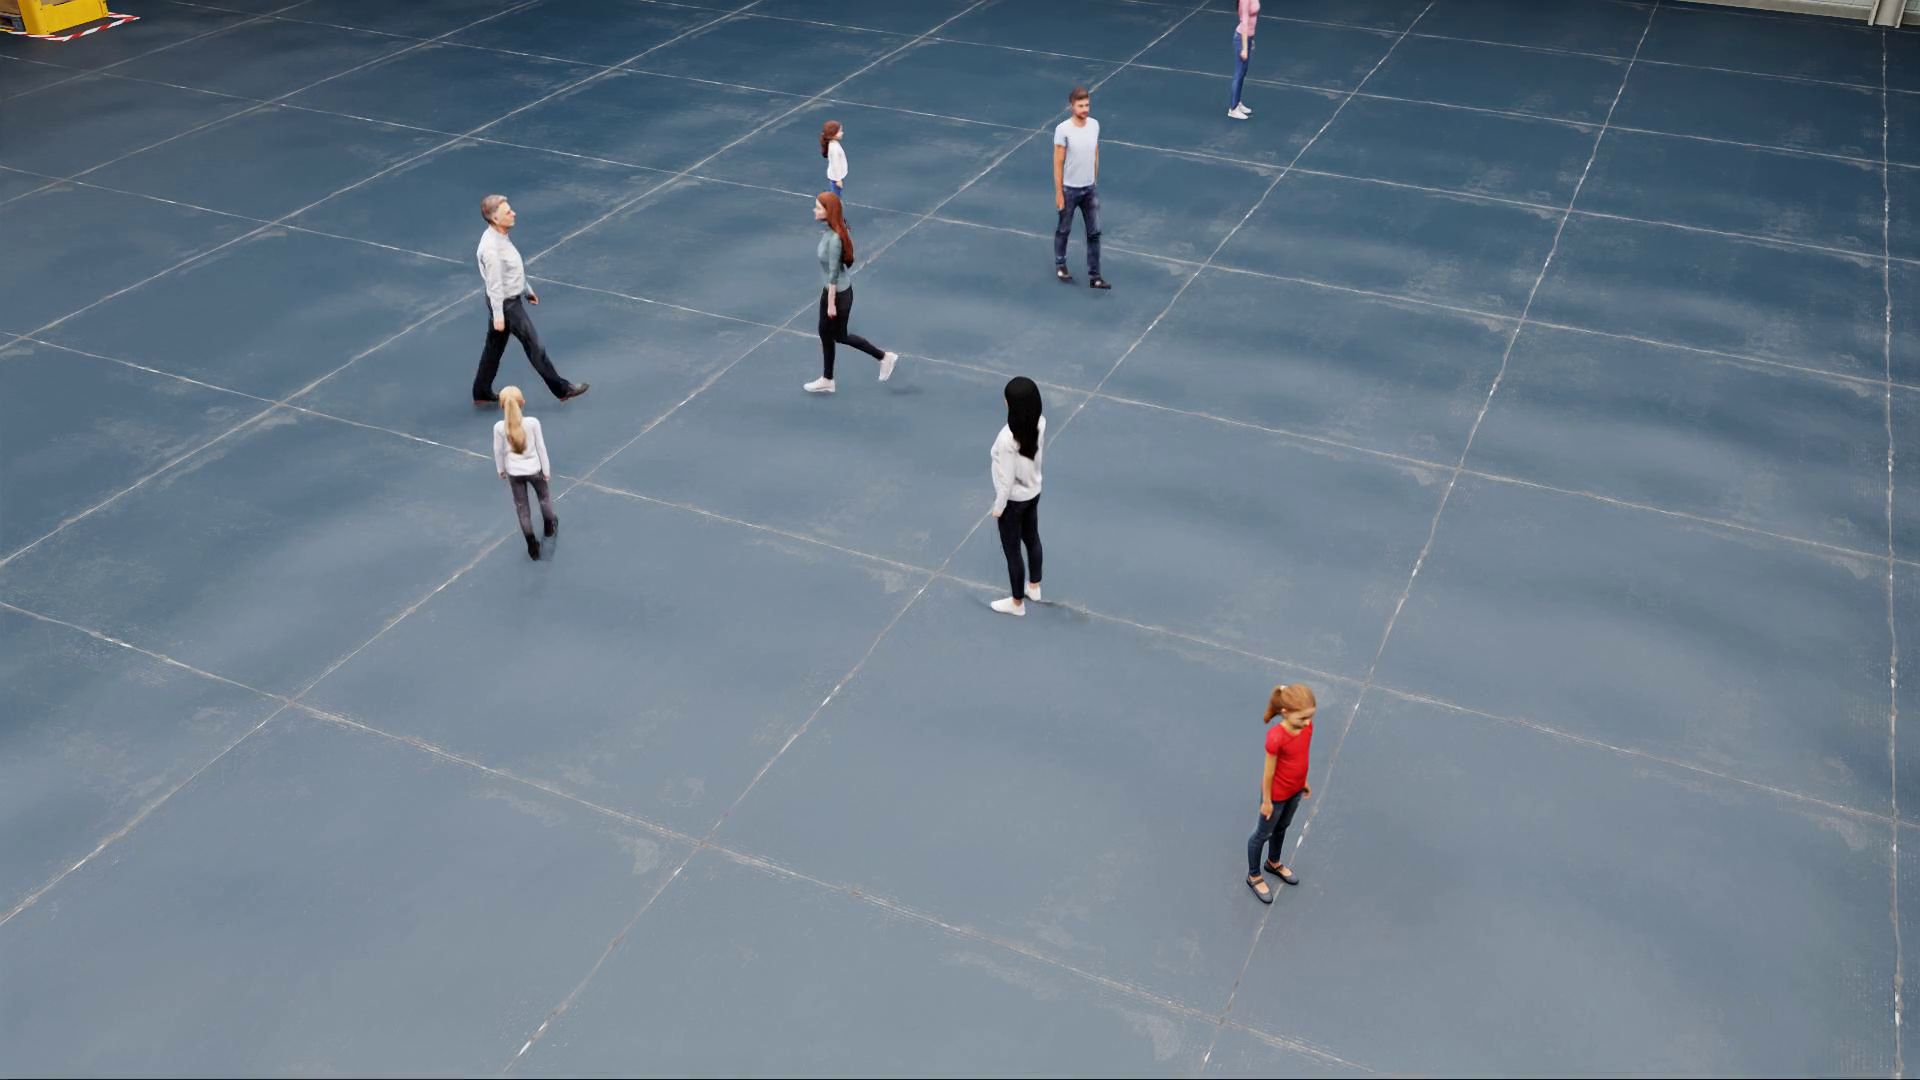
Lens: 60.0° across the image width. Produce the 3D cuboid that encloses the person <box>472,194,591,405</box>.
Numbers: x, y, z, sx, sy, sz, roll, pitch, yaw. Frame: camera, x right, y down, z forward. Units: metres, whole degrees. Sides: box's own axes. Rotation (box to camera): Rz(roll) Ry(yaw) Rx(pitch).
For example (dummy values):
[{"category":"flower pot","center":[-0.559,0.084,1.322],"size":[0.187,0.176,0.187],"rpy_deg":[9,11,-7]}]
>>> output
[{"category":"person","center":[-3.675,-1.851,13.164],"size":[1.263,1.769,1.103],"rpy_deg":[-6,33,-9]}]

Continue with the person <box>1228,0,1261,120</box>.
[{"category":"person","center":[3.348,-5.875,19.570],"size":[0.507,1.742,0.577],"rpy_deg":[13,34,19]}]

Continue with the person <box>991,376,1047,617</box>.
[{"category":"person","center":[0.385,-0.290,10.756],"size":[0.597,1.699,0.647],"rpy_deg":[19,37,28]}]

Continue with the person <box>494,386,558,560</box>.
[{"category":"person","center":[-2.987,-0.442,11.402],"size":[0.750,1.267,0.780],"rpy_deg":[-5,33,-8]}]

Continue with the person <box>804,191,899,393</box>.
[{"category":"person","center":[-0.909,-1.961,13.383],"size":[1.090,1.722,0.898],"rpy_deg":[-3,32,-5]}]

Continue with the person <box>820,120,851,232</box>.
[{"category":"person","center":[-1.251,-3.664,16.656],"size":[0.574,1.110,0.527],"rpy_deg":[-4,32,-7]}]

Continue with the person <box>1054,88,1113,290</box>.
[{"category":"person","center":[1.027,-3.262,15.335],"size":[1.026,1.841,1.104],"rpy_deg":[-13,35,-20]}]

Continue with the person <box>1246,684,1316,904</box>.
[{"category":"person","center":[1.666,1.280,8.635],"size":[0.567,1.307,0.604],"rpy_deg":[-23,39,-31]}]
